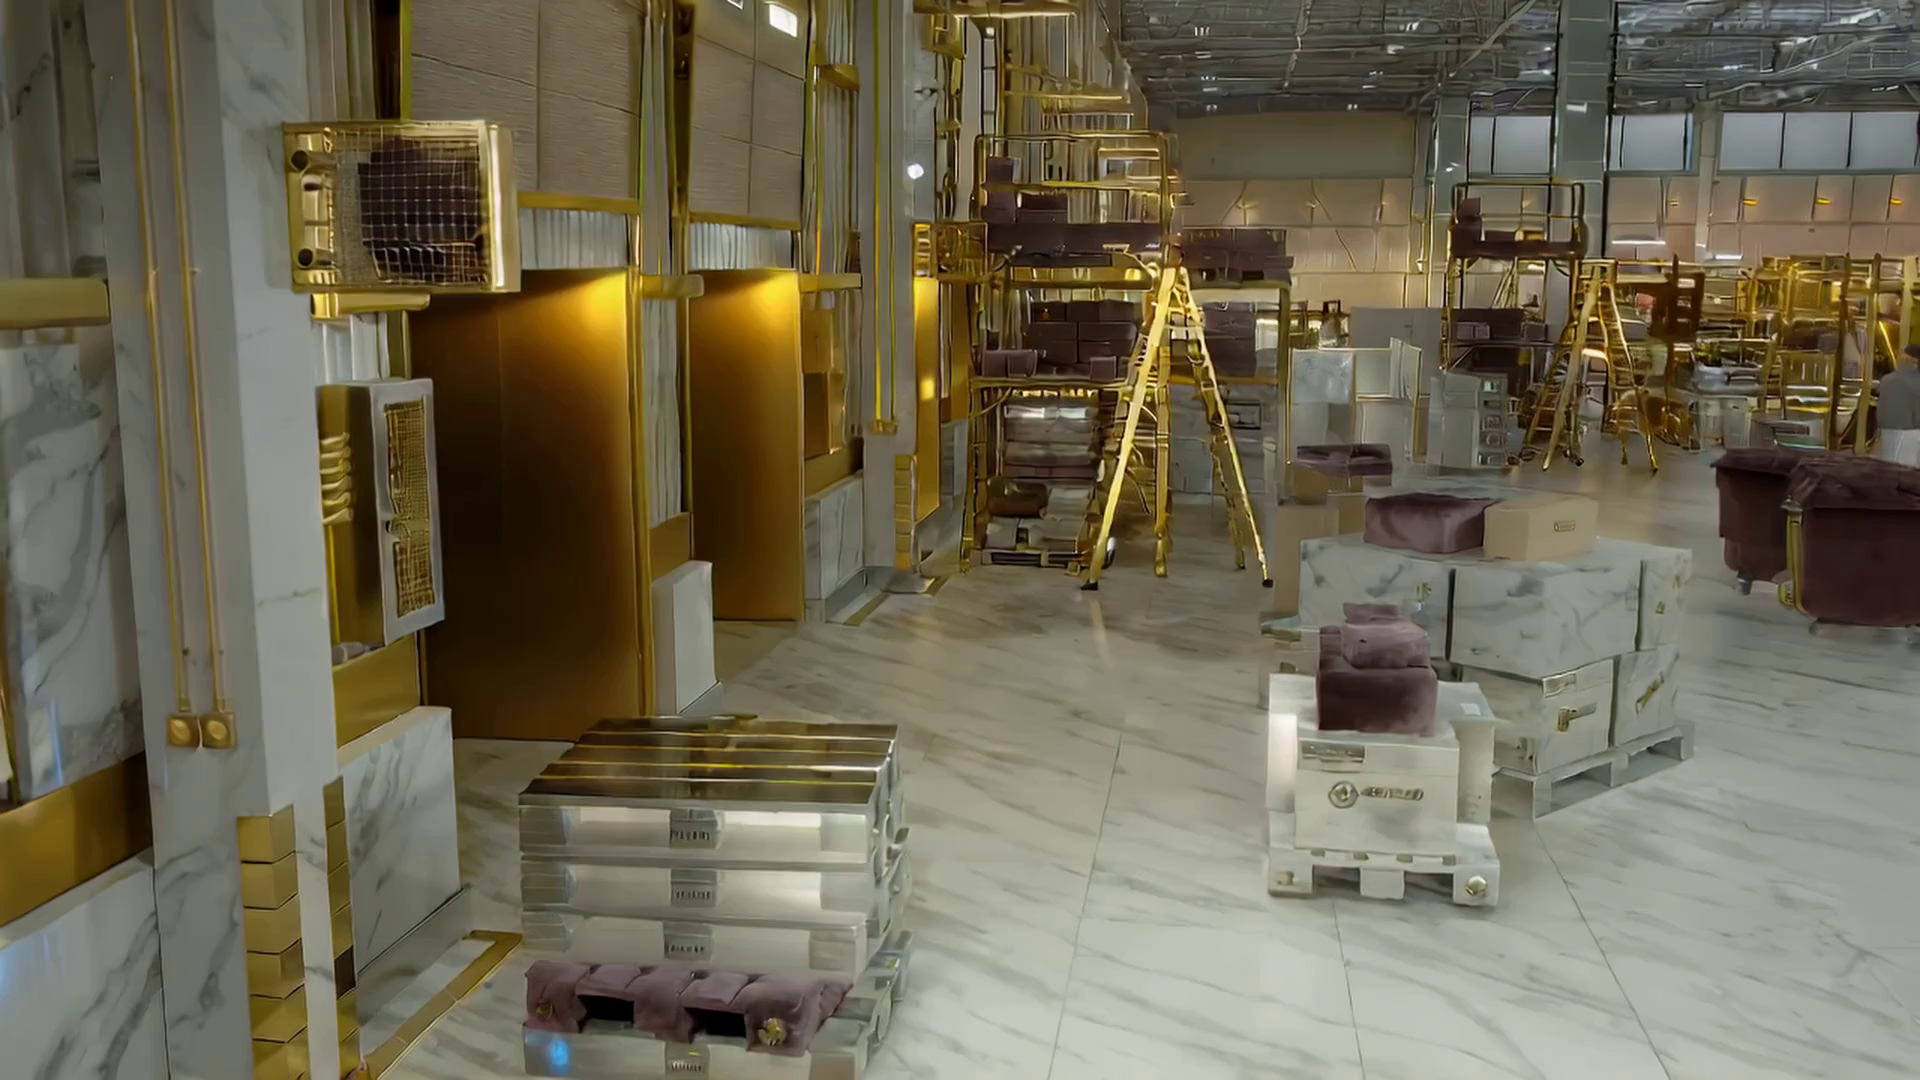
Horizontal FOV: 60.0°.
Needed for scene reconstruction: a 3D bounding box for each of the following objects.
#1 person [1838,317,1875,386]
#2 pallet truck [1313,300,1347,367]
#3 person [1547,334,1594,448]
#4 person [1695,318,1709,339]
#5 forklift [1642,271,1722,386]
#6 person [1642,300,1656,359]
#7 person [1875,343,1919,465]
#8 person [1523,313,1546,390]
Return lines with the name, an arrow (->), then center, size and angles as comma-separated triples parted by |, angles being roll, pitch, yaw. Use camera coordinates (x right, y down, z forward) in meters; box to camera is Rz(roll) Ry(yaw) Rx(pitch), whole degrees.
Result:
person -> 18.100, -3.530, 33.532 | 0.654, 1.900, 0.875 | 1, 9, 5
pallet truck -> 11.159, -6.200, 49.718 | 0.823, 1.965, 1.885 | 4, 10, 26
person -> 9.762, -2.372, 26.598 | 0.586, 1.832, 0.963 | -4, 10, -23
person -> 17.325, -4.322, 38.917 | 0.301, 1.745, 0.483 | 5, 10, 28
forklift -> 17.405, -5.066, 40.009 | 1.129, 2.768, 1.873 | -3, 10, -19
person -> 21.530, -6.519, 51.921 | 0.375, 1.932, 0.544 | 5, 10, 28
person -> 11.246, -1.351, 19.826 | 0.400, 1.989, 0.623 | -5, 10, -27
person -> 13.691, -4.471, 39.542 | 0.593, 1.838, 0.340 | -4, 10, -22
